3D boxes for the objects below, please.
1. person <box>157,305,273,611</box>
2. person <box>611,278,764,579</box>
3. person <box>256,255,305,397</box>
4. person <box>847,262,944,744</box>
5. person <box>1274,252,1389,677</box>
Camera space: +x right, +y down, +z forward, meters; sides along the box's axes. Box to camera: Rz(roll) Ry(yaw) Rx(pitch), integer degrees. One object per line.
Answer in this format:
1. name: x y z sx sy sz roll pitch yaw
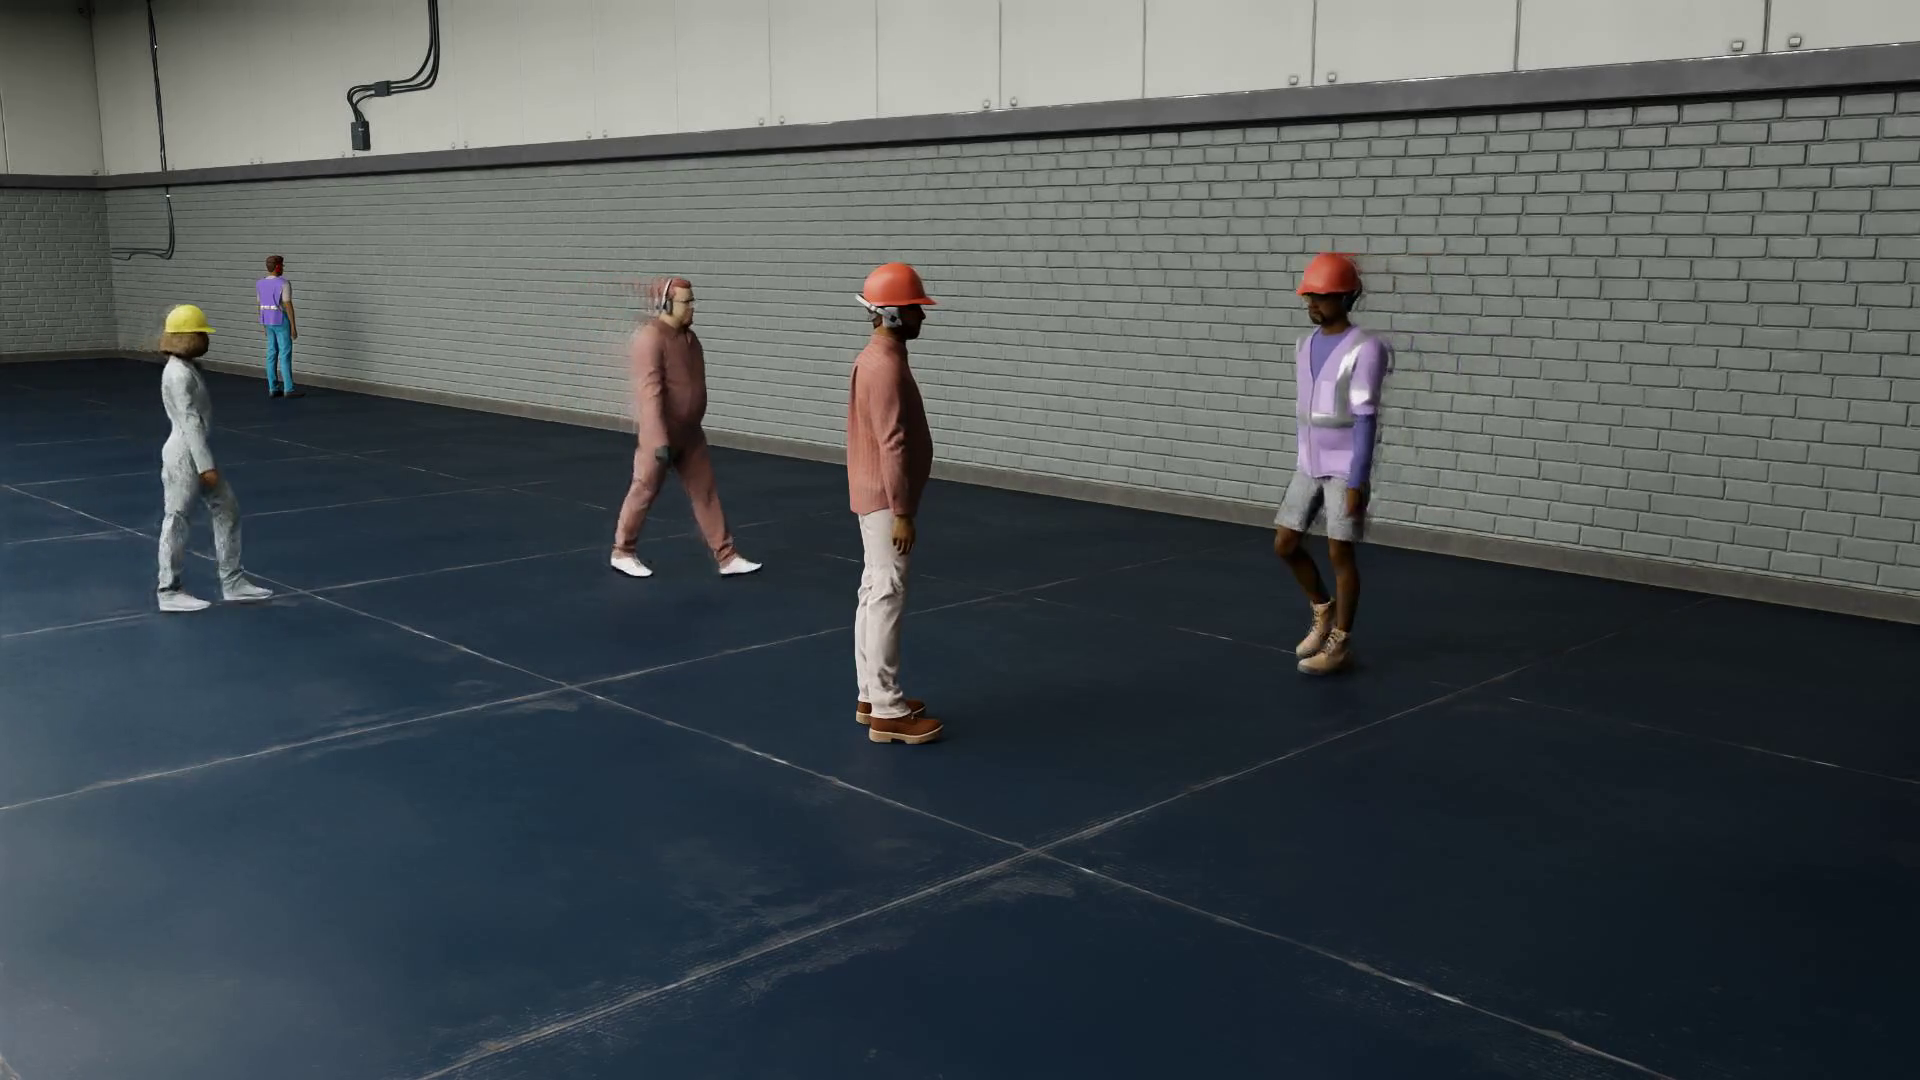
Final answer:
1. person: -4.231 -0.455 9.371 0.728 1.711 0.499 -4 11 -19
2. person: -1.748 -0.670 10.205 1.012 1.851 0.673 4 11 22
3. person: -8.955 -2.800 21.825 0.567 1.847 0.389 4 11 23
4. person: -0.286 -0.162 7.034 0.379 1.996 0.611 -2 11 -11
5. person: 1.762 -0.348 7.954 0.433 2.028 0.603 -6 12 -31
